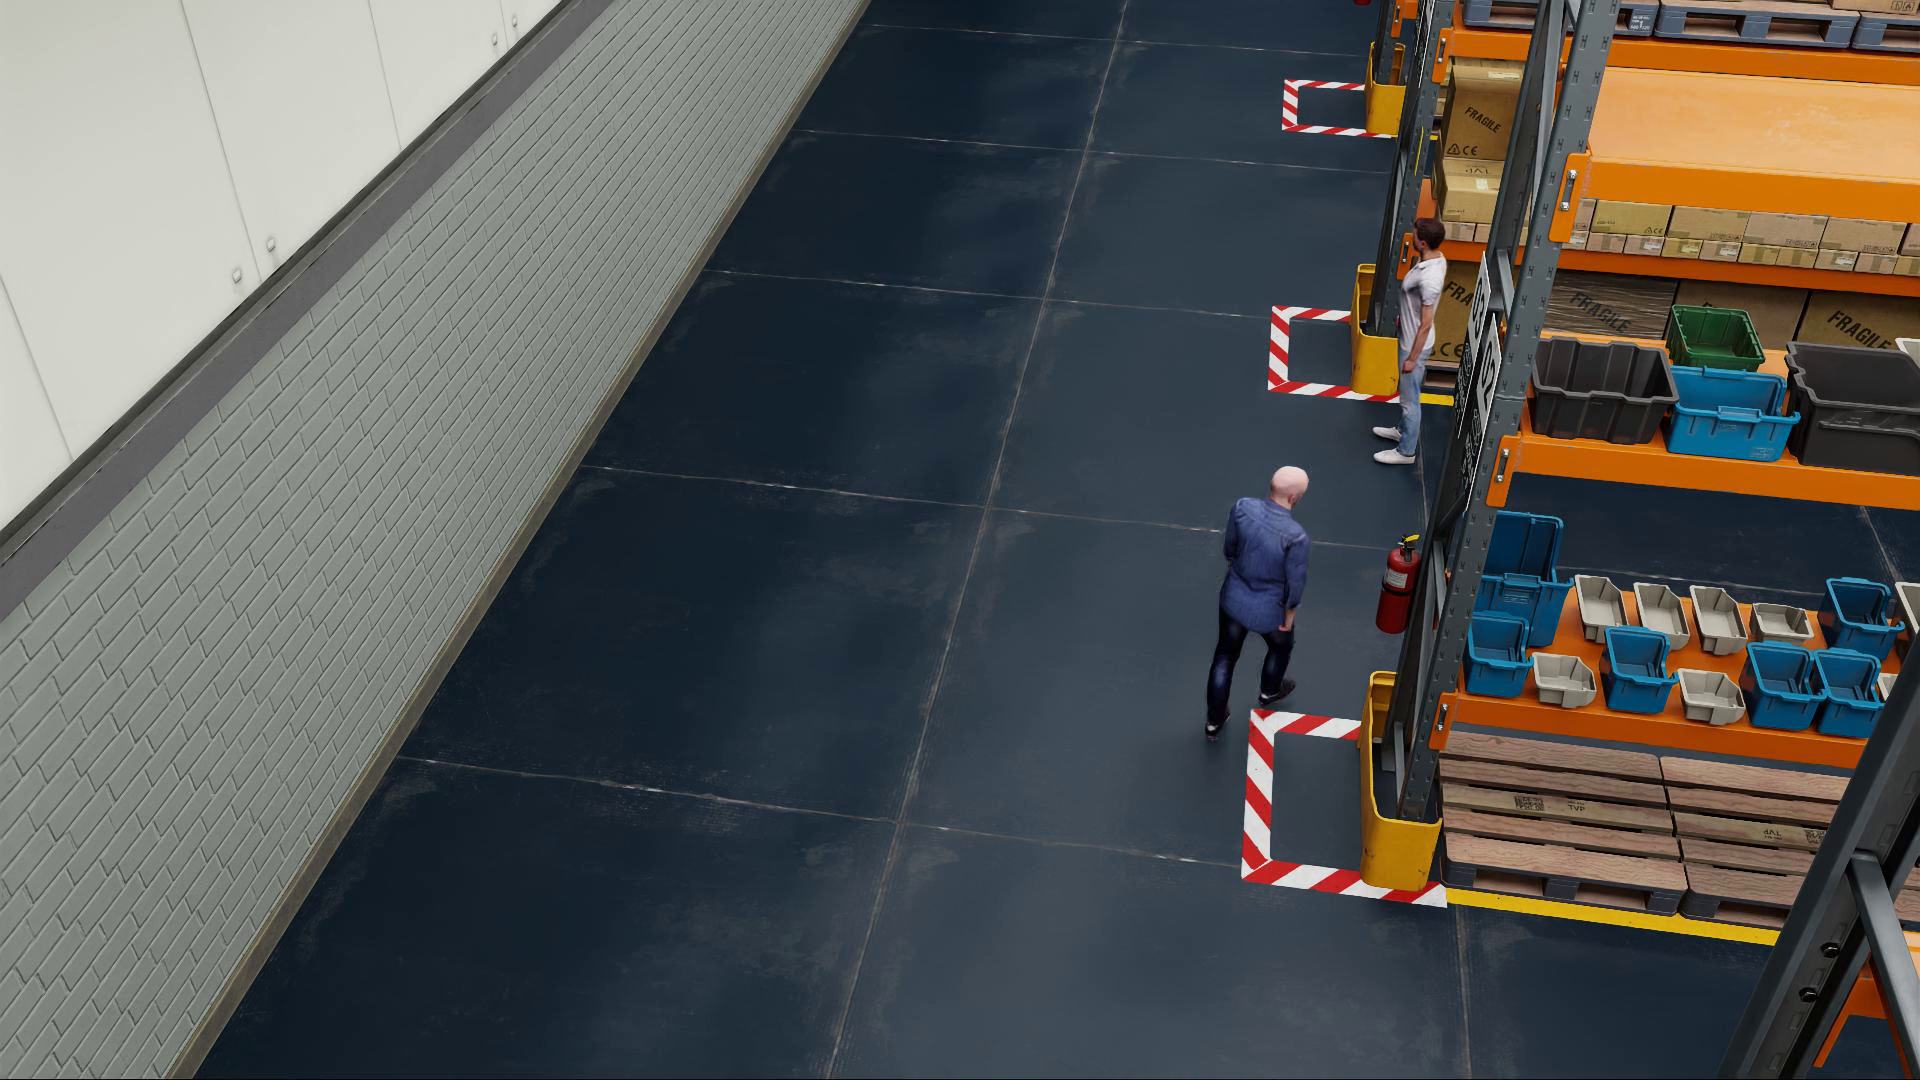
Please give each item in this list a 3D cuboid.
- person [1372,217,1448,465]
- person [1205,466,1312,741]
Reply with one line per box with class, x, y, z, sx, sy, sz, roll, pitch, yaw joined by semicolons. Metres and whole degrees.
person;3.160;-1.378;11.521;0.572;1.852;0.665;9;38;12
person;1.602;0.413;9.213;1.032;1.794;1.048;23;43;27
